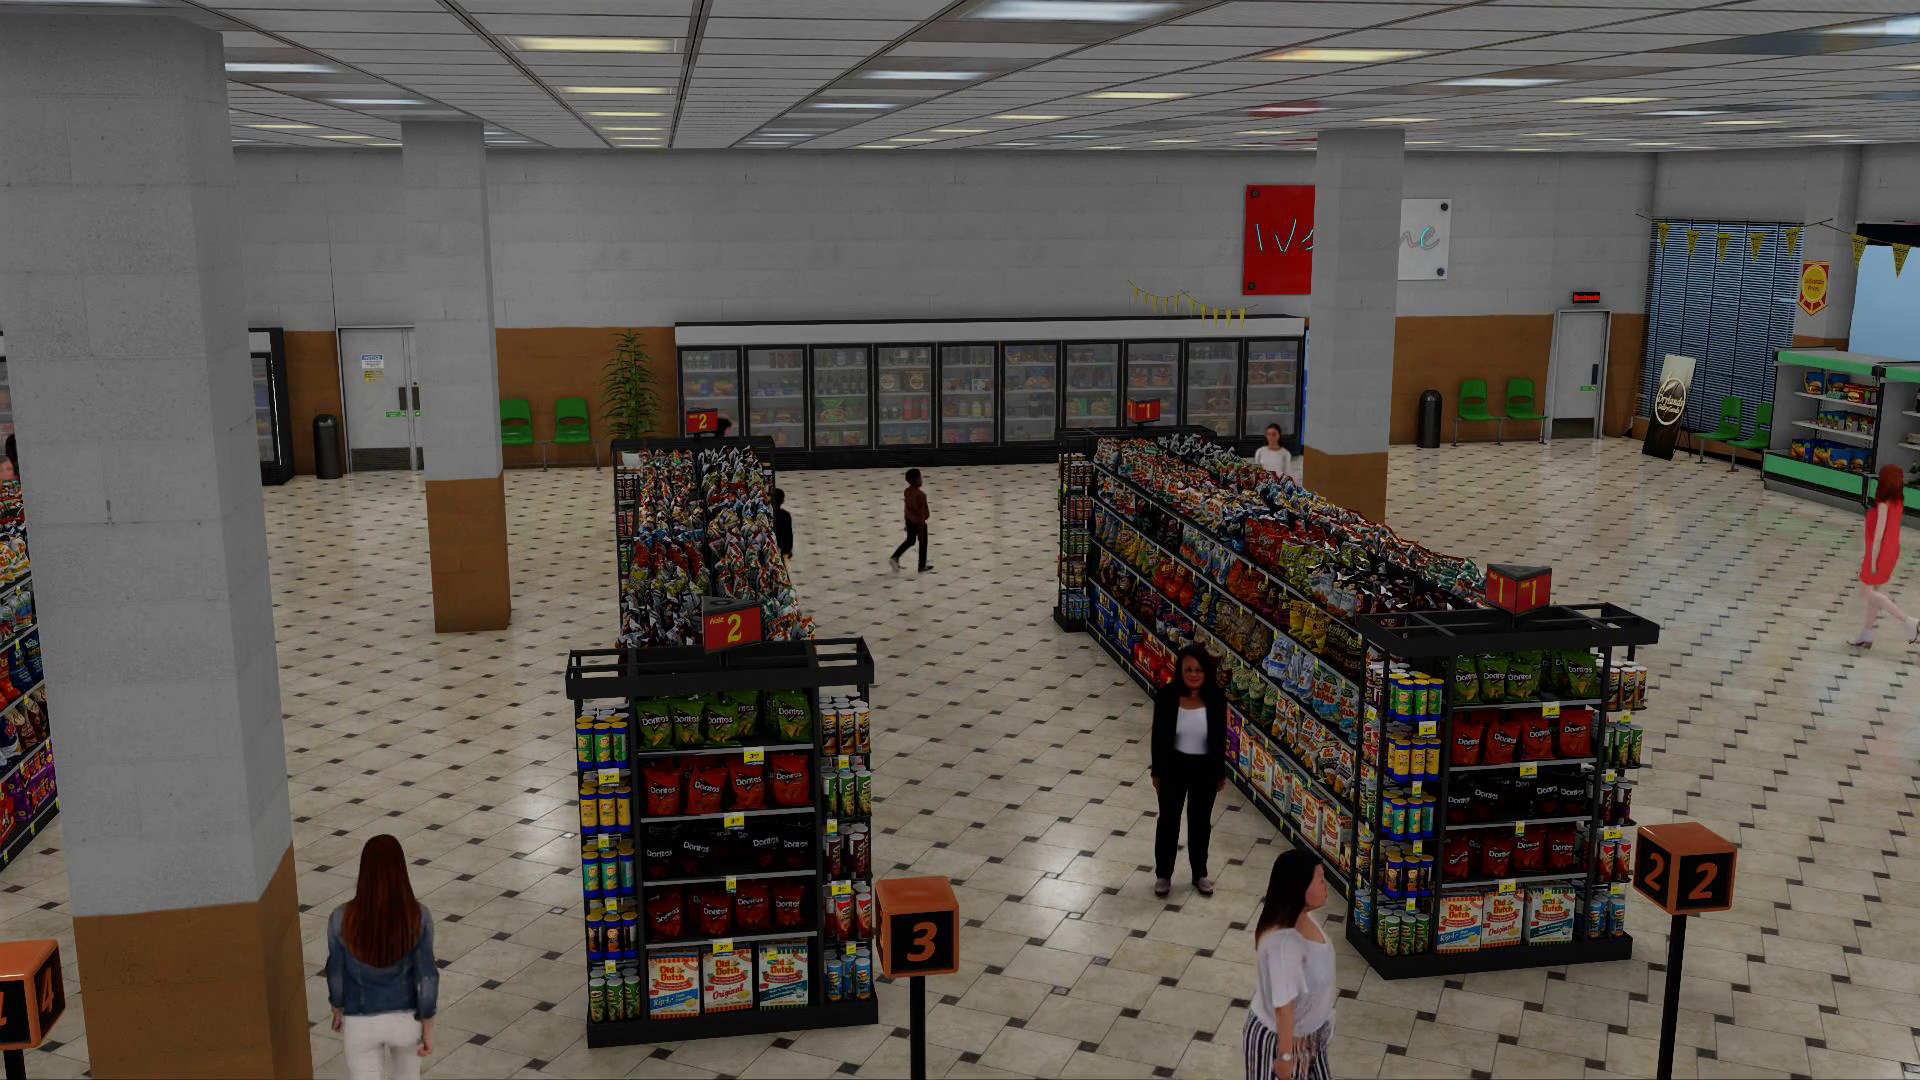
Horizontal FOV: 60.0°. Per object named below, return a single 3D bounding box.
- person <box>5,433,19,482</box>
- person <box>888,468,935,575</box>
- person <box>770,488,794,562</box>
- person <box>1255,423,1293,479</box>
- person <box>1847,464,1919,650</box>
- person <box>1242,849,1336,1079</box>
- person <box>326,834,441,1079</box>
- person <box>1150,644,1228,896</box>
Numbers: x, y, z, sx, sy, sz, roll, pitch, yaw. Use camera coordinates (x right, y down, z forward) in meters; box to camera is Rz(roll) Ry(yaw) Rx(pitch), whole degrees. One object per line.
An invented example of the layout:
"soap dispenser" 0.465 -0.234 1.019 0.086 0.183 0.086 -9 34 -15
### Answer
"person" -10.460 -0.291 18.393 1.030 1.710 1.089 -10 16 -41
"person" -0.562 -0.198 19.091 0.822 1.241 0.857 -9 15 -38
"person" -1.942 0.091 17.704 0.742 1.246 0.933 -8 14 -34
"person" 3.706 -0.535 19.692 0.946 1.652 1.157 4 13 19
"person" 8.849 0.199 15.826 0.867 1.811 1.038 -9 15 -37
"person" 1.313 2.110 7.125 1.008 1.655 1.055 3 12 16
"person" -2.453 2.120 7.052 0.724 1.665 1.123 -4 12 -17
"person" 1.430 1.433 10.433 0.665 1.617 0.650 -1 12 -3
